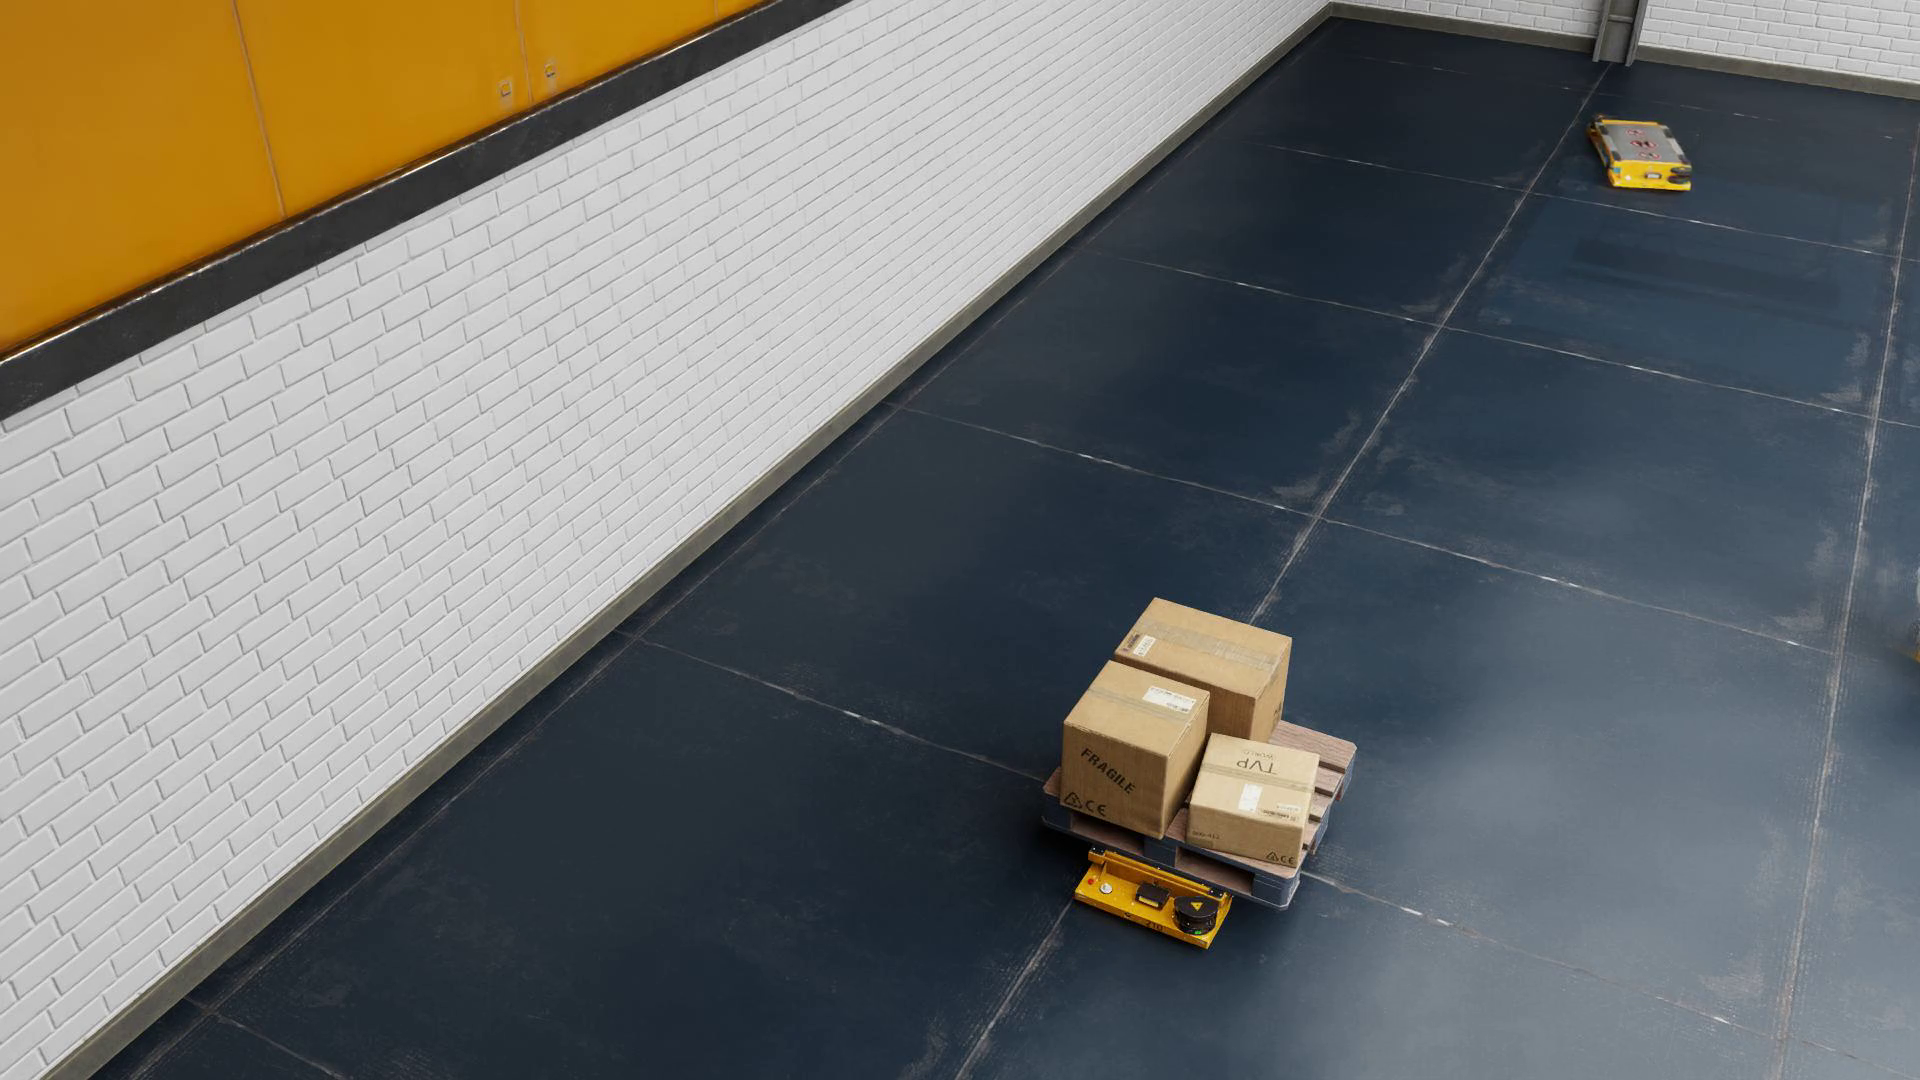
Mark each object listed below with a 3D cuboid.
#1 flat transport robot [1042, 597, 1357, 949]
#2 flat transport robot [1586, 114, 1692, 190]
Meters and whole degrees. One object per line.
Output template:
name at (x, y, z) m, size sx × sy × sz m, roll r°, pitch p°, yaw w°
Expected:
flat transport robot at (1.147, 1.328, 8.002) m, size 0.659 × 0.231 × 1.431 m, roll 17°, pitch 37°, yaw 23°
flat transport robot at (6.226, -3.565, 15.281) m, size 0.659 × 0.231 × 1.431 m, roll 4°, pitch 34°, yaw 7°
